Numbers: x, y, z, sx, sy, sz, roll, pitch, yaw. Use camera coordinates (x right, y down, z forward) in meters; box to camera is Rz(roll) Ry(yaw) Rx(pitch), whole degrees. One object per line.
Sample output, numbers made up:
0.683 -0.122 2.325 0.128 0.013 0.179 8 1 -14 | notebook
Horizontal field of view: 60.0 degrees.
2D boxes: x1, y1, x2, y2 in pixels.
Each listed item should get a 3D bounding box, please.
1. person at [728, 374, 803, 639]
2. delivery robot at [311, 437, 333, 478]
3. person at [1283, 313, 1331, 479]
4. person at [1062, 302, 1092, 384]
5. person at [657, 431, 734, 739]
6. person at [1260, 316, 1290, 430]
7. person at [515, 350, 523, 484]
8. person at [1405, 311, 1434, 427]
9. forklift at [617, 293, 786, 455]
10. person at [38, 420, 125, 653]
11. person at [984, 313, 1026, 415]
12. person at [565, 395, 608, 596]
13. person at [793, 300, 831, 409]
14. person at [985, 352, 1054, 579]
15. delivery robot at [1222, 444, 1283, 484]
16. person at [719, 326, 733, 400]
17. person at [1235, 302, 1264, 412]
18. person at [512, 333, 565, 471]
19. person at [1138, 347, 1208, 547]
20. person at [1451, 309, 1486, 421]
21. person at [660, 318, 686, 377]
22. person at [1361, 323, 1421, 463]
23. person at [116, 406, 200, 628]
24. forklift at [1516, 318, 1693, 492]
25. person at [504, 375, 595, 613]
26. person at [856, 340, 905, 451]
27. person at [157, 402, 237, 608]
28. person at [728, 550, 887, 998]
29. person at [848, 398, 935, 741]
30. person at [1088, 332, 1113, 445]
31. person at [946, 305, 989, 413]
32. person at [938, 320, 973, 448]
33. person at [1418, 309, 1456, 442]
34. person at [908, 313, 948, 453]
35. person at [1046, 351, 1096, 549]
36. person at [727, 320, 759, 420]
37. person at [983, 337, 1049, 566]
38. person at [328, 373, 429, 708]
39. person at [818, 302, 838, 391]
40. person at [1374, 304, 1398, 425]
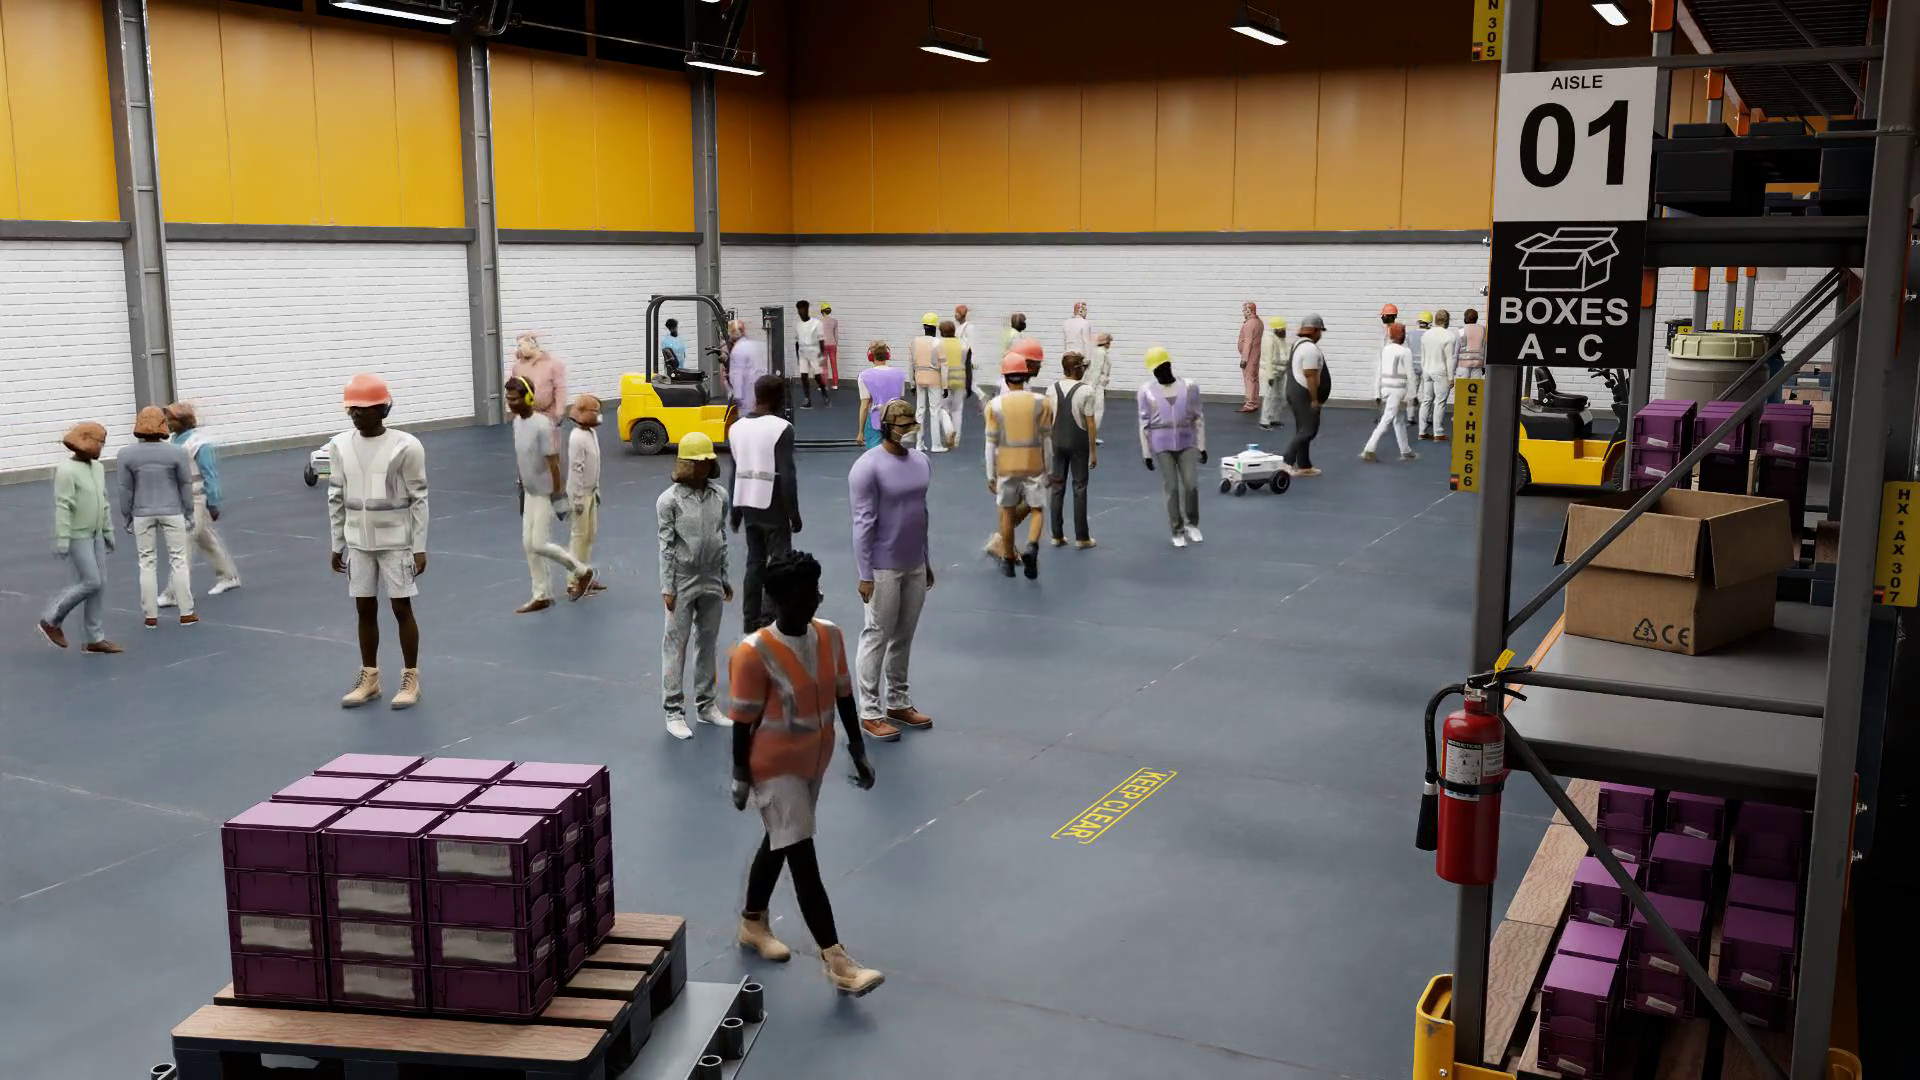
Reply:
-1.401 -0.205 11.682 0.706 1.896 0.511 8 13 40 | person
-7.452 -0.987 19.814 0.477 0.478 0.707 0 10 -1 | delivery robot
4.217 -1.772 20.335 0.623 2.000 0.706 -1 10 -3 | person
2.051 -3.137 28.640 0.401 1.904 0.640 -7 12 -36 | person
-1.493 0.246 9.507 0.314 1.744 0.487 9 13 43 | person
4.865 -2.573 25.695 0.520 1.790 0.613 9 13 41 | person
-5.067 -1.470 19.781 0.330 1.628 0.564 7 12 34 | person
7.329 -2.704 26.349 0.595 1.828 0.403 7 12 34 | person
-3.588 -2.317 23.042 2.313 2.155 1.214 -1 10 -5 | forklift
-6.025 -0.013 11.377 0.446 1.608 0.542 0 10 1 | person
0.800 -2.667 26.180 0.782 1.819 0.632 -1 10 -3 | person
-3.005 -0.355 13.362 0.329 1.616 0.502 0 10 2 | person
-2.610 -3.267 29.315 0.638 1.933 0.669 4 11 24 | person
0.499 -0.605 13.915 0.594 1.921 0.691 0 10 2 | person
3.345 -0.850 19.009 0.707 0.478 0.477 -5 11 -30 | delivery robot
-3.387 -2.466 25.270 0.560 1.728 0.783 9 13 41 | person
4.994 -3.156 28.744 0.408 1.906 0.638 5 11 29 | person
-4.815 -1.452 19.069 0.638 1.841 0.881 -1 10 -3 | person
1.994 -0.864 15.571 0.657 1.870 0.391 -1 10 -3 | person
8.276 -2.836 27.060 0.633 1.846 0.429 -1 10 -8 | person
-4.764 -2.888 27.889 0.388 1.659 0.679 6 12 32 | person
5.676 -1.931 21.891 0.992 1.844 0.583 -4 11 -22 | person
-5.885 -0.166 12.213 0.502 1.632 0.277 -3 10 -16 | person
7.066 -1.601 18.899 2.313 2.155 1.214 5 11 27 | forklift
-3.171 -0.350 12.730 0.583 1.837 0.522 -9 13 -41 | person
-0.808 -1.148 17.296 0.568 1.840 0.374 -7 12 -37 | person
-6.089 -0.297 13.115 0.512 1.588 0.880 6 11 31 | person
-0.564 0.854 6.219 0.859 1.643 0.543 7 12 36 | person
-0.374 0.155 9.472 0.356 1.938 0.633 7 12 36 | person
1.995 -2.175 23.908 0.405 1.605 0.573 1 10 3 | person
0.120 -3.127 28.725 0.822 1.862 0.584 -4 11 -21 | person
-0.127 -2.174 23.312 0.660 1.817 0.571 -3 10 -18 | person
6.973 -2.395 24.276 0.380 1.930 0.626 -6 11 -30 | person
-0.421 -2.162 22.920 0.594 1.925 0.369 5 11 28 | person
1.033 -0.834 15.477 0.506 1.842 0.342 5 11 29 | person
-2.790 -1.932 21.741 0.474 1.883 0.665 1 10 5 | person
0.521 -0.746 14.450 0.491 2.019 0.650 -2 10 -13 | person
-3.511 0.013 10.001 0.615 2.038 0.396 1 10 9 | person
-2.668 -3.864 33.241 0.526 1.769 0.328 -7 12 -36 | person
6.834 -2.798 26.571 0.356 1.937 0.552 2 10 9 | person
